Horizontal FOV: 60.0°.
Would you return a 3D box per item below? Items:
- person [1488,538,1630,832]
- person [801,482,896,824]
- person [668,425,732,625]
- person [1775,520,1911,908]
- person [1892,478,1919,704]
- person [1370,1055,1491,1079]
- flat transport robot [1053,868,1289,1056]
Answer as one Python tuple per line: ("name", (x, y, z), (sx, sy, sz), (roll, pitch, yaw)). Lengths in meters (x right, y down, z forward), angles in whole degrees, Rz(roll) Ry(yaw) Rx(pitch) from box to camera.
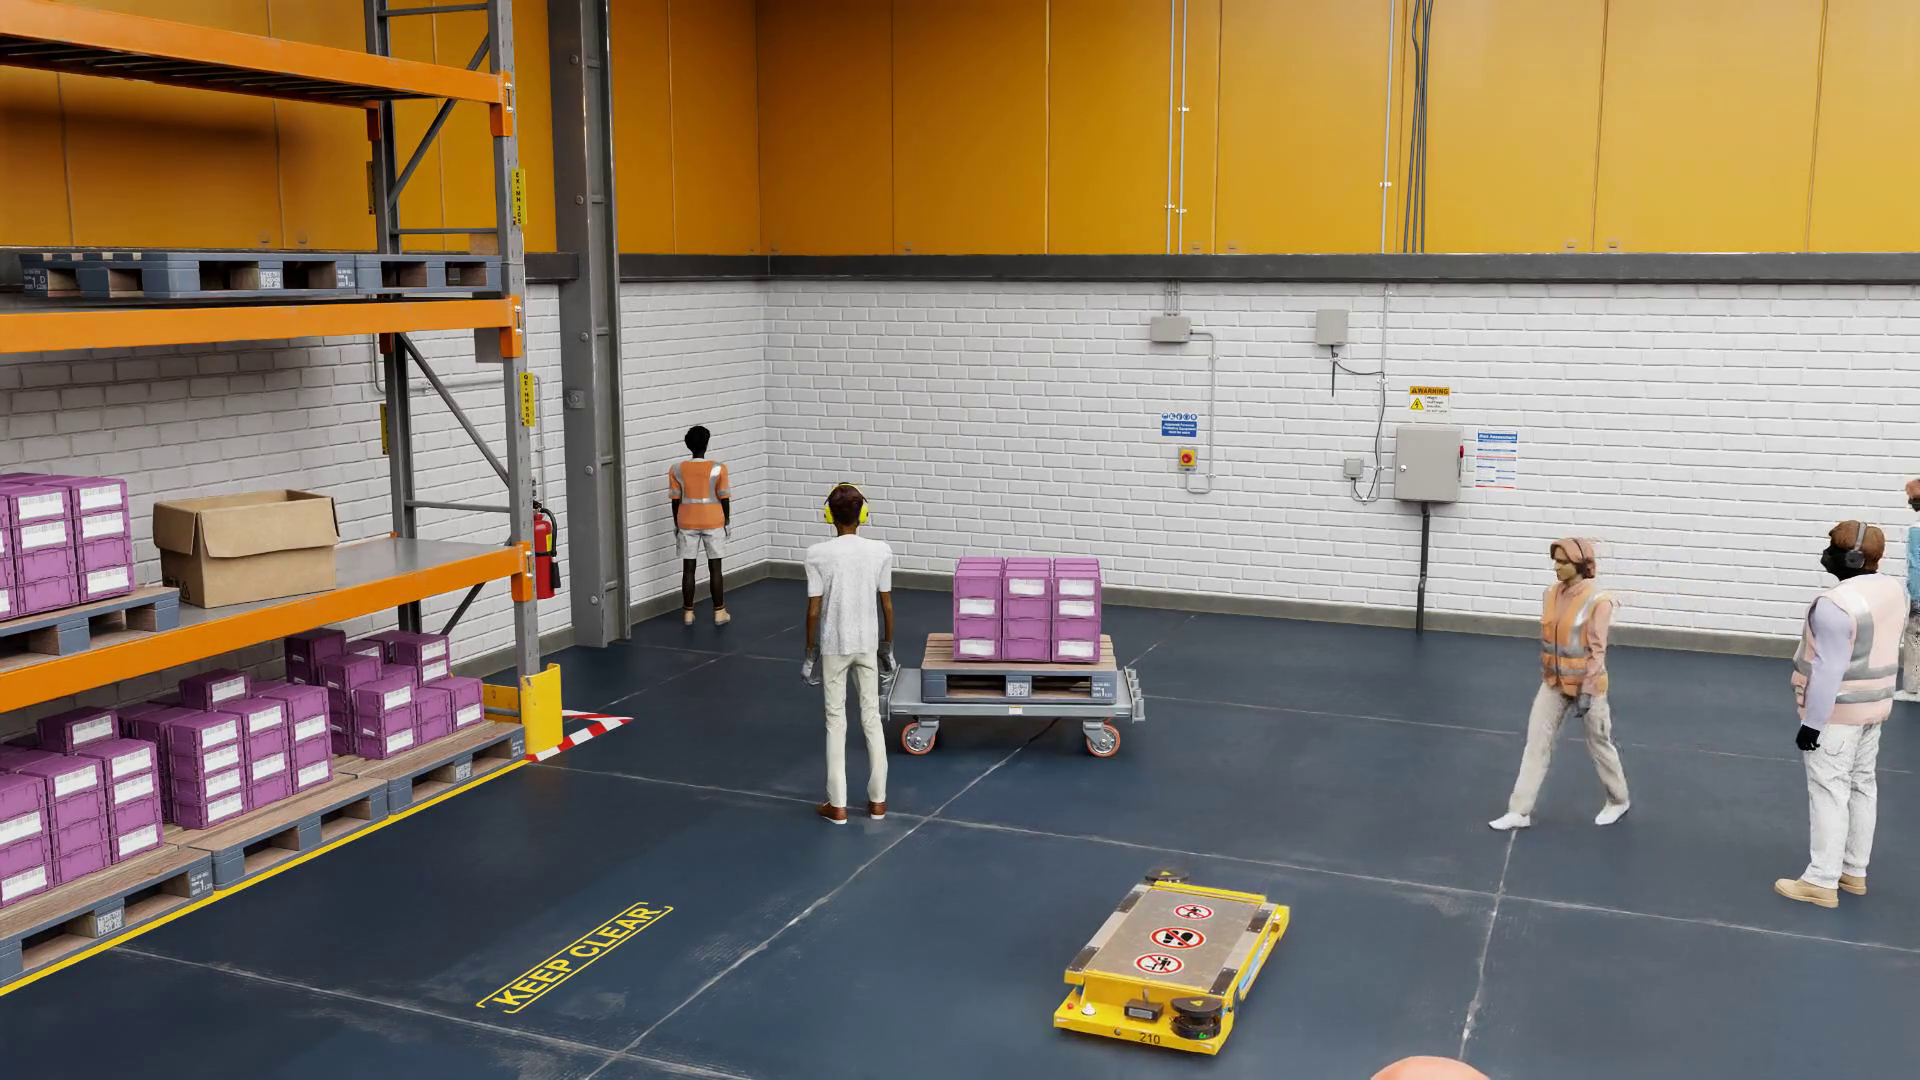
("person", (3.299, 0.776, 8.920), (0.848, 1.599, 0.522), (-4, 10, -24))
("person", (-0.608, 0.617, 9.079), (0.530, 1.864, 0.313), (-3, 10, -18))
("person", (-2.184, -0.120, 14.047), (0.533, 1.699, 0.318), (0, 9, 3))
("person", (4.193, 0.817, 7.924), (0.633, 1.846, 0.429), (-6, 11, -34))
("person", (6.692, 0.373, 11.308), (0.581, 1.607, 0.635), (-5, 11, -30))
("person", (0.637, 1.662, 2.374), (0.611, 1.987, 0.392), (8, 12, 40))
("flat transport robot", (0.934, 1.746, 7.056), (0.652, 0.197, 1.431), (4, 10, 22))
